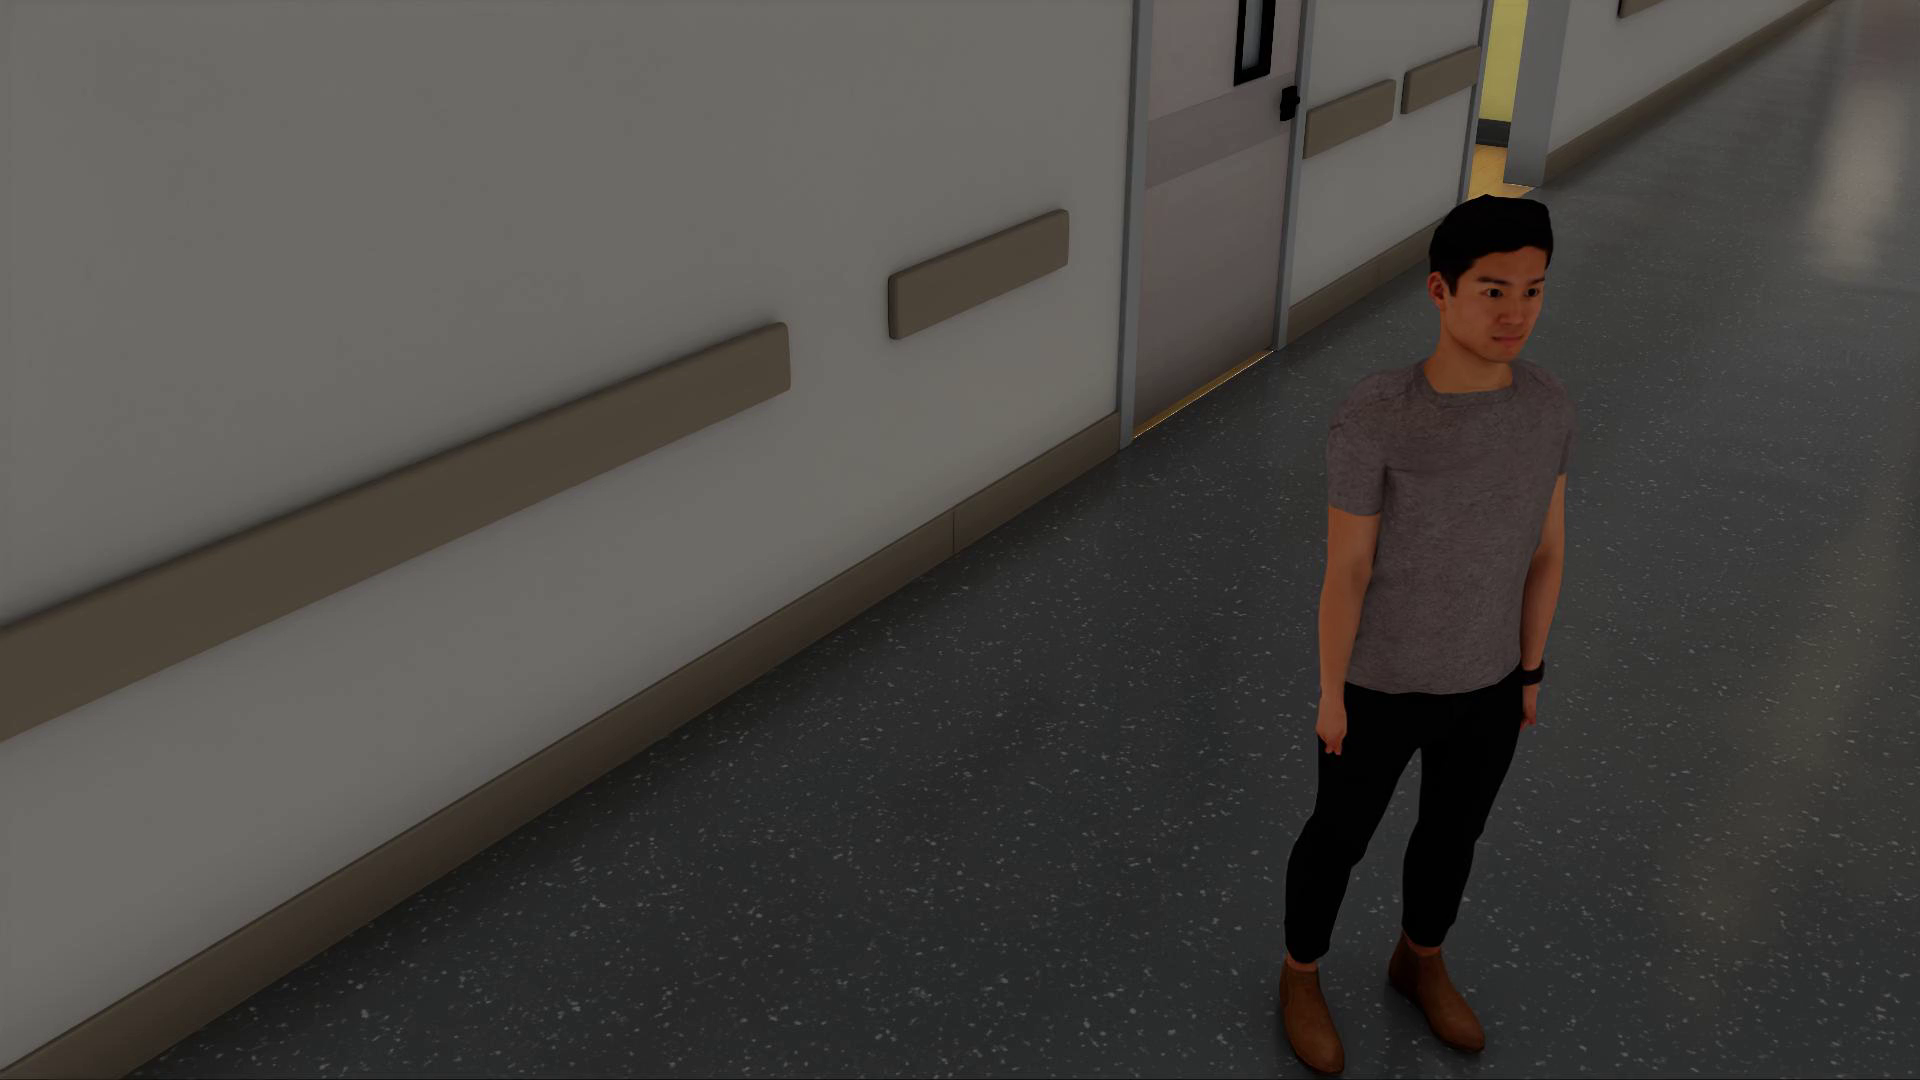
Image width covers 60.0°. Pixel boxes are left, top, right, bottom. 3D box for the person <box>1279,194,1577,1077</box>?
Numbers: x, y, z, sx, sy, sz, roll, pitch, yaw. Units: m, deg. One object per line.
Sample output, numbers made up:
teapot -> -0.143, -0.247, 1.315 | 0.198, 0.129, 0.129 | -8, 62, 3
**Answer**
person -> 0.845, 0.209, 3.025 | 0.664, 1.717, 0.723 | -4, 26, -9
